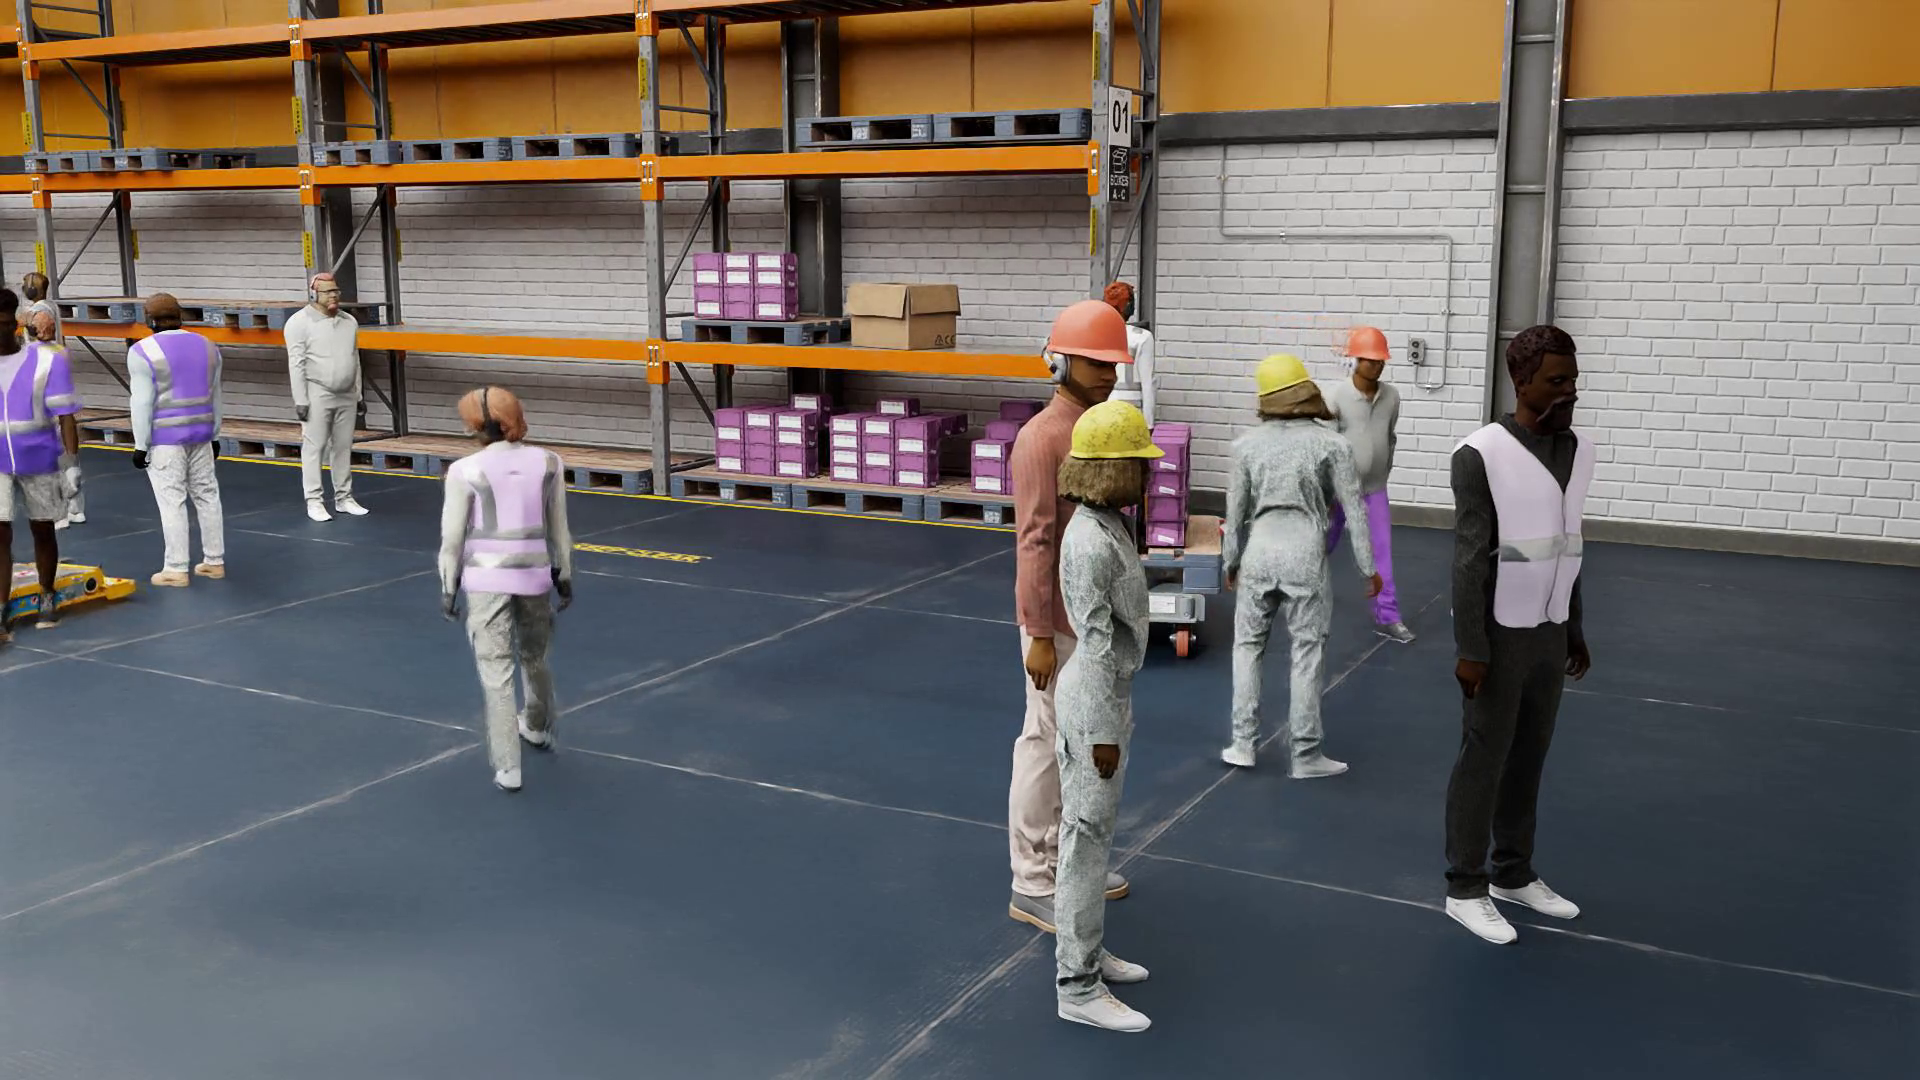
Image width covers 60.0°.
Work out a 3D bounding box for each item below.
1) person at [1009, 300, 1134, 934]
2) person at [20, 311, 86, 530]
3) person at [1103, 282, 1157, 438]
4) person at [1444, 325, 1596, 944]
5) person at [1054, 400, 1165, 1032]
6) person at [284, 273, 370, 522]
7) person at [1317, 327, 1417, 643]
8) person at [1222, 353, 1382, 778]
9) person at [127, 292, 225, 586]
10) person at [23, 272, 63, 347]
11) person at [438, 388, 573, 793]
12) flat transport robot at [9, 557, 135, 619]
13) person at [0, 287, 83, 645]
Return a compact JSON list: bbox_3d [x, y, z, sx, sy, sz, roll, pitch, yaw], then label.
[{"bbox_3d":[0.368,0.237,5.305,0.391,1.990,0.621,5,11,26],"label":"person"},{"bbox_3d":[-6.815,-0.893,12.464,0.315,1.641,0.515,1,10,5],"label":"person"},{"bbox_3d":[1.066,-0.806,11.324,0.574,1.883,0.360,6,12,28],"label":"person"},{"bbox_3d":[1.760,0.284,5.250,0.594,1.919,0.387,-7,13,-35],"label":"person"},{"bbox_3d":[0.410,0.480,4.658,0.294,1.744,0.486,1,10,6],"label":"person"},{"bbox_3d":[-4.888,-1.112,12.936,0.400,1.910,0.643,6,12,31],"label":"person"},{"bbox_3d":[2.177,-0.333,9.237,0.581,1.704,0.908,-4,11,-23],"label":"person"},{"bbox_3d":[1.373,0.116,6.730,0.650,1.724,0.391,6,12,29],"label":"person"},{"bbox_3d":[-4.941,-0.630,10.481,0.430,1.840,0.626,6,12,28],"label":"person"},{"bbox_3d":[-8.931,-1.686,16.251,0.330,1.844,0.520,-1,10,-5],"label":"person"},{"bbox_3d":[-1.878,0.173,6.755,0.567,1.593,0.673,-10,14,-42],"label":"person"},{"bbox_3d":[-5.556,0.326,9.538,0.652,0.197,1.431,4,11,19],"label":"flat transport robot"},{"bbox_3d":[-5.108,-0.404,9.003,0.635,1.916,0.971,-4,11,-21],"label":"person"}]
